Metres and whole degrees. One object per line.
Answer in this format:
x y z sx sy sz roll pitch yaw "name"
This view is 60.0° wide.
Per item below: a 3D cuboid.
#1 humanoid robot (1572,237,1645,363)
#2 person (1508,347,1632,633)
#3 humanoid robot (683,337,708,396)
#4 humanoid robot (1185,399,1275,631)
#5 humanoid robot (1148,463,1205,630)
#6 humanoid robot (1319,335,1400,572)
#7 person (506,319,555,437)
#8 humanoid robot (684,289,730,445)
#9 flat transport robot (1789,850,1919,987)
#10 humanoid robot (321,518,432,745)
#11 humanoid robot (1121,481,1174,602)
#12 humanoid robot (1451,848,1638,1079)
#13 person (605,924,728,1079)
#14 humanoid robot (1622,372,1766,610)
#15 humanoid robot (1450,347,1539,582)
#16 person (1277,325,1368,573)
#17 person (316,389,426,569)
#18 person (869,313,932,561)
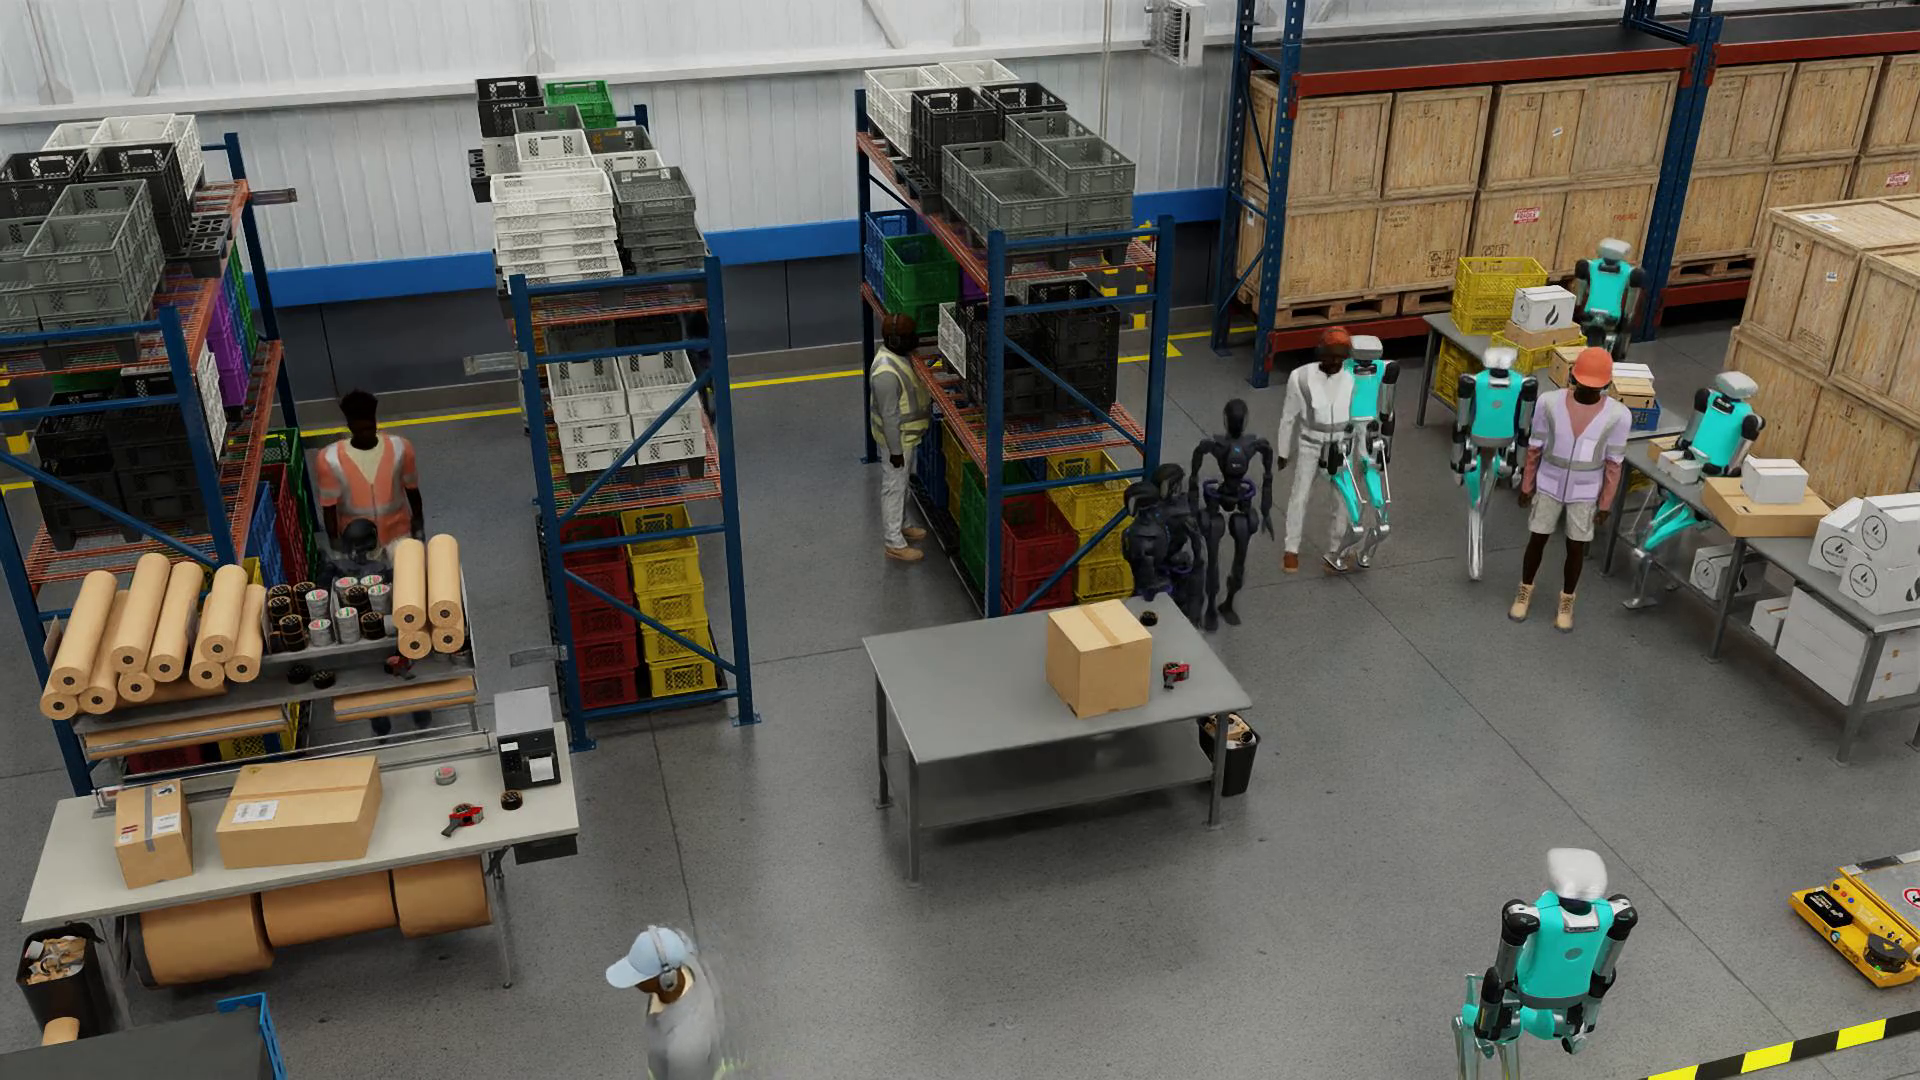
5.034 -1.529 13.281 0.532 1.676 0.736 16 33 26 "humanoid robot"
3.994 -0.327 10.928 0.605 2.036 0.405 14 32 23 "person"
-2.342 -1.661 13.550 0.725 1.689 0.530 -12 31 -21 "humanoid robot"
1.796 -0.158 10.995 0.612 1.651 0.410 0 29 -1 "humanoid robot"
1.313 0.257 10.237 0.476 1.633 0.608 -16 33 -27 "humanoid robot"
2.781 -0.525 11.452 0.533 1.677 0.735 -4 29 -6 "humanoid robot"
-3.512 -1.735 13.693 0.403 1.830 0.597 5 29 9 "person"
-2.074 -1.429 13.304 0.374 1.639 0.614 7 29 12 "humanoid robot"
5.163 1.916 8.676 1.431 0.231 0.659 -8 30 -14 "flat transport robot"
-3.362 0.609 9.588 0.610 1.652 0.357 4 29 7 "humanoid robot"
1.150 0.392 9.999 0.402 1.642 0.597 0 29 0 "humanoid robot"
2.383 1.887 7.069 0.533 1.672 0.735 -2 29 -4 "humanoid robot"
-1.156 2.231 6.486 0.789 1.816 0.616 -9 30 -16 "person"
4.757 -0.262 11.102 0.932 1.719 0.557 -11 31 -20 "humanoid robot"
3.736 -0.627 11.827 0.558 1.755 1.044 7 29 12 "humanoid robot"
2.558 -0.634 11.656 0.658 1.879 0.412 -1 29 -1 "person"
-3.672 -0.036 10.497 0.617 1.951 0.628 -12 31 -20 "person"
-0.418 -0.751 11.895 0.429 1.844 0.624 3 29 5 "person"
